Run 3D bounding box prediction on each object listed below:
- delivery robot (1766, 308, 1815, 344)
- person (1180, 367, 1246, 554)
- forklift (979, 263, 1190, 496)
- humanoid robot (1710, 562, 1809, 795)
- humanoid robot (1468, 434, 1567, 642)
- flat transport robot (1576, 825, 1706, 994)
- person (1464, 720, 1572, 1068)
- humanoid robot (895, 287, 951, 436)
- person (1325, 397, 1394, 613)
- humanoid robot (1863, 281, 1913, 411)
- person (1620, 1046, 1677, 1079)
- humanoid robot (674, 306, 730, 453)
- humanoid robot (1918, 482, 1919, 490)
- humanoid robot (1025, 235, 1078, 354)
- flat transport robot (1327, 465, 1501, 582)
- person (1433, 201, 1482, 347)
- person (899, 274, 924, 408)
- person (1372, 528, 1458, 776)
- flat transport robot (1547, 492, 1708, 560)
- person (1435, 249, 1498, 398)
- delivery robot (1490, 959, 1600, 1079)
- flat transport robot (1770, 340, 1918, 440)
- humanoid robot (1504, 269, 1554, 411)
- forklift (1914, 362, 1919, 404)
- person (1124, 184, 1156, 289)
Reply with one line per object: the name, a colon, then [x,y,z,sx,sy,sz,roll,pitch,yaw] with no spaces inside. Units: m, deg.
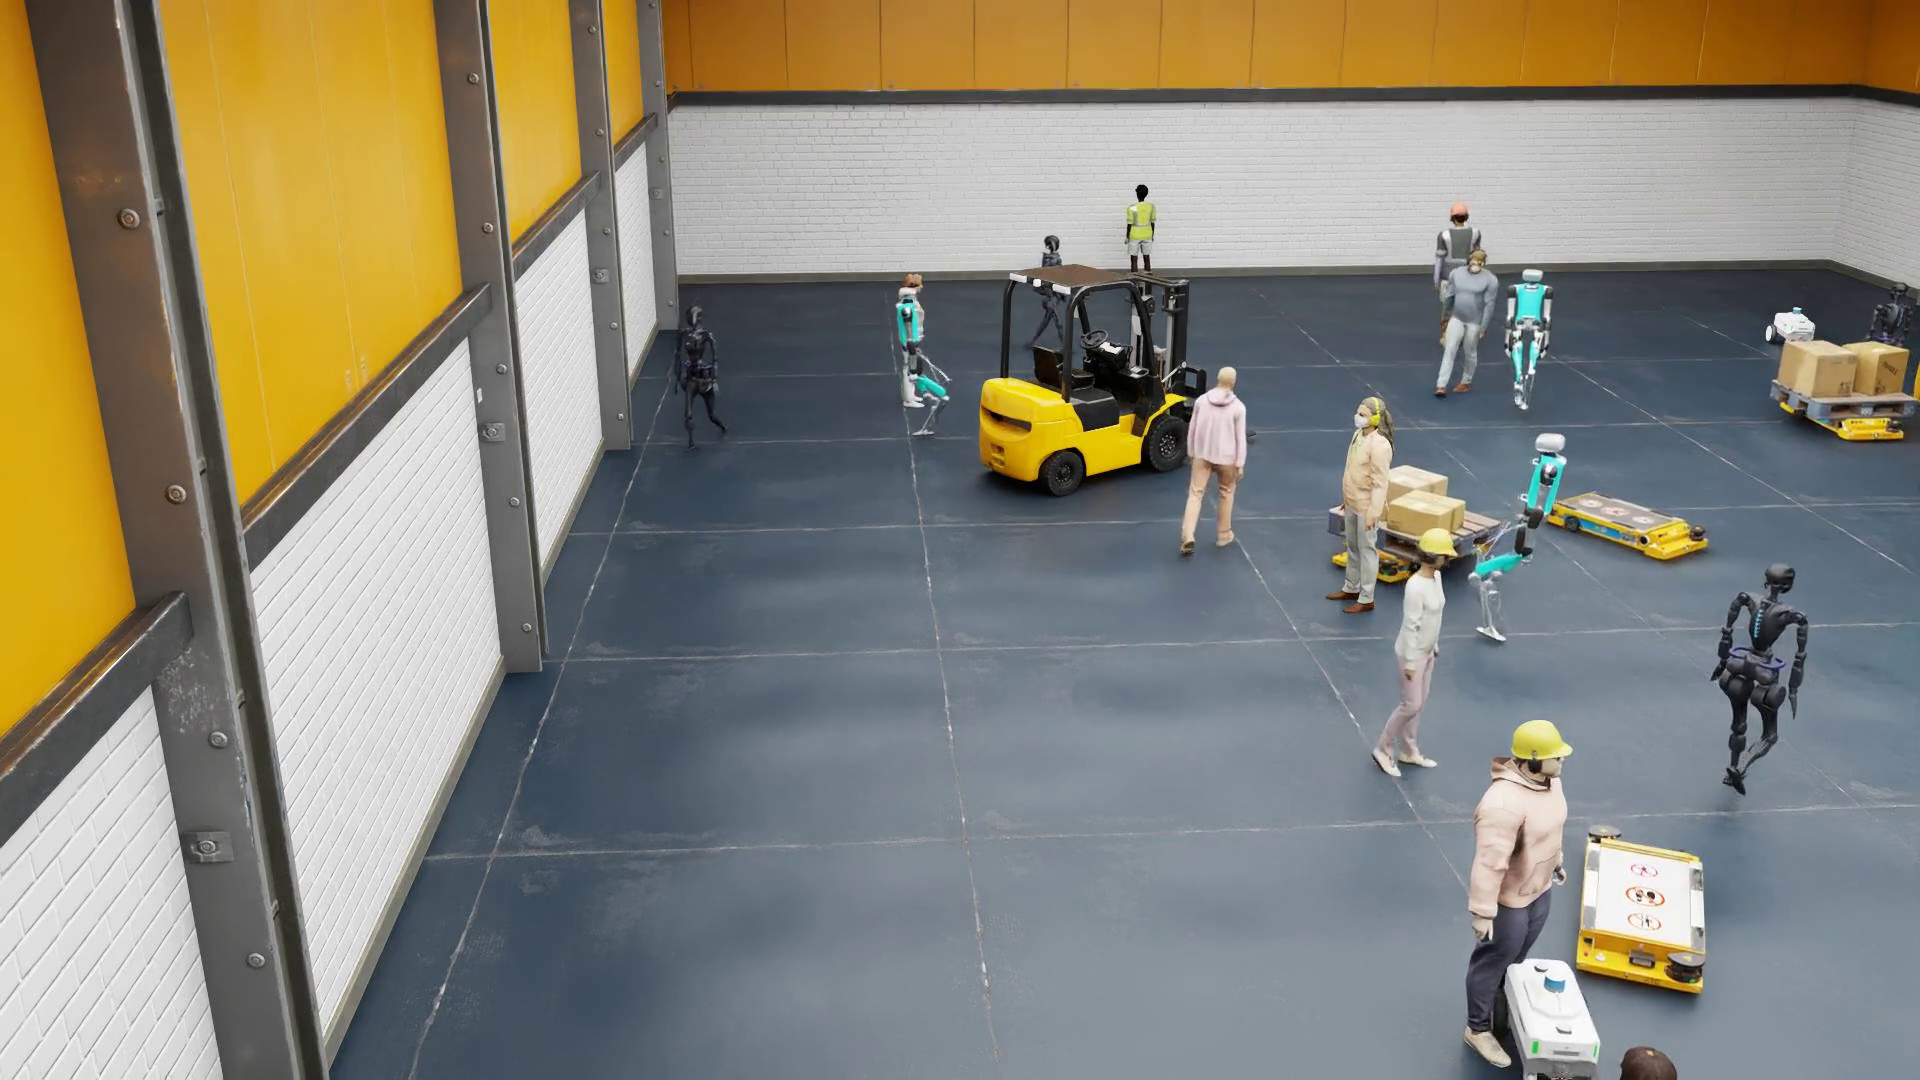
delivery robot: [11.646,-2.945,23.238,0.499,0.596,0.795,3,20,7]
person: [2.362,-0.733,15.476,0.558,1.753,0.751,8,21,20]
forklift: [1.315,-1.764,17.646,2.313,2.155,1.214,-14,24,-33]
humanoid robot: [5.270,0.919,11.086,0.501,1.647,0.607,-16,25,-36]
humanoid robot: [4.467,-0.011,13.552,0.721,1.801,0.533,7,21,19]
flat transport robot: [4.006,2.147,9.778,0.659,0.231,1.431,8,22,20]
person: [2.827,1.761,8.502,0.815,1.870,0.400,-19,27,-41]
humanoid robot: [-0.362,-1.925,18.917,0.725,1.902,0.548,-2,20,-5]
person: [3.441,-0.307,14.134,0.409,1.877,0.558,-5,21,-13]
humanoid robot: [10.963,-2.249,19.757,0.593,1.656,0.598,-5,21,-13]
person: [2.466,2.672,6.172,0.467,1.767,0.378,-3,20,-9]
humanoid robot: [-2.889,-1.826,18.628,0.602,1.646,0.733,9,22,23]
humanoid robot: [8.874,-0.486,14.873,0.538,1.808,0.760,12,23,29]
humanoid robot: [1.274,-3.383,22.899,0.800,1.637,0.600,7,21,19]
flat transport robot: [4.176,0.078,15.414,1.431,0.231,0.659,-15,25,-35]
person: [6.863,-3.666,23.051,0.615,2.031,0.475,1,20,2]
person: [-0.590,-2.435,20.285,0.313,1.631,0.518,-1,20,-4]
person: [3.134,0.764,11.391,0.392,1.764,0.549,13,24,31]
flat transport robot: [6.384,-0.154,16.046,0.659,0.231,1.431,-13,24,-31]
person: [6.242,-2.681,20.612,0.691,1.873,0.957,13,24,32]
delivery robot: [3.005,2.469,8.506,0.499,0.610,0.804,2,20,6]
flat transport robot: [10.381,-1.465,19.619,0.659,0.231,1.431,-2,20,-5]
humanoid robot: [6.740,-2.276,19.781,0.539,1.756,1.026,5,21,14]
forklift: [12.602,-2.435,19.475,2.313,2.155,1.214,-1,20,-4]
person: [2.906,-4.885,26.862,0.541,1.695,0.316,-7,21,-19]
